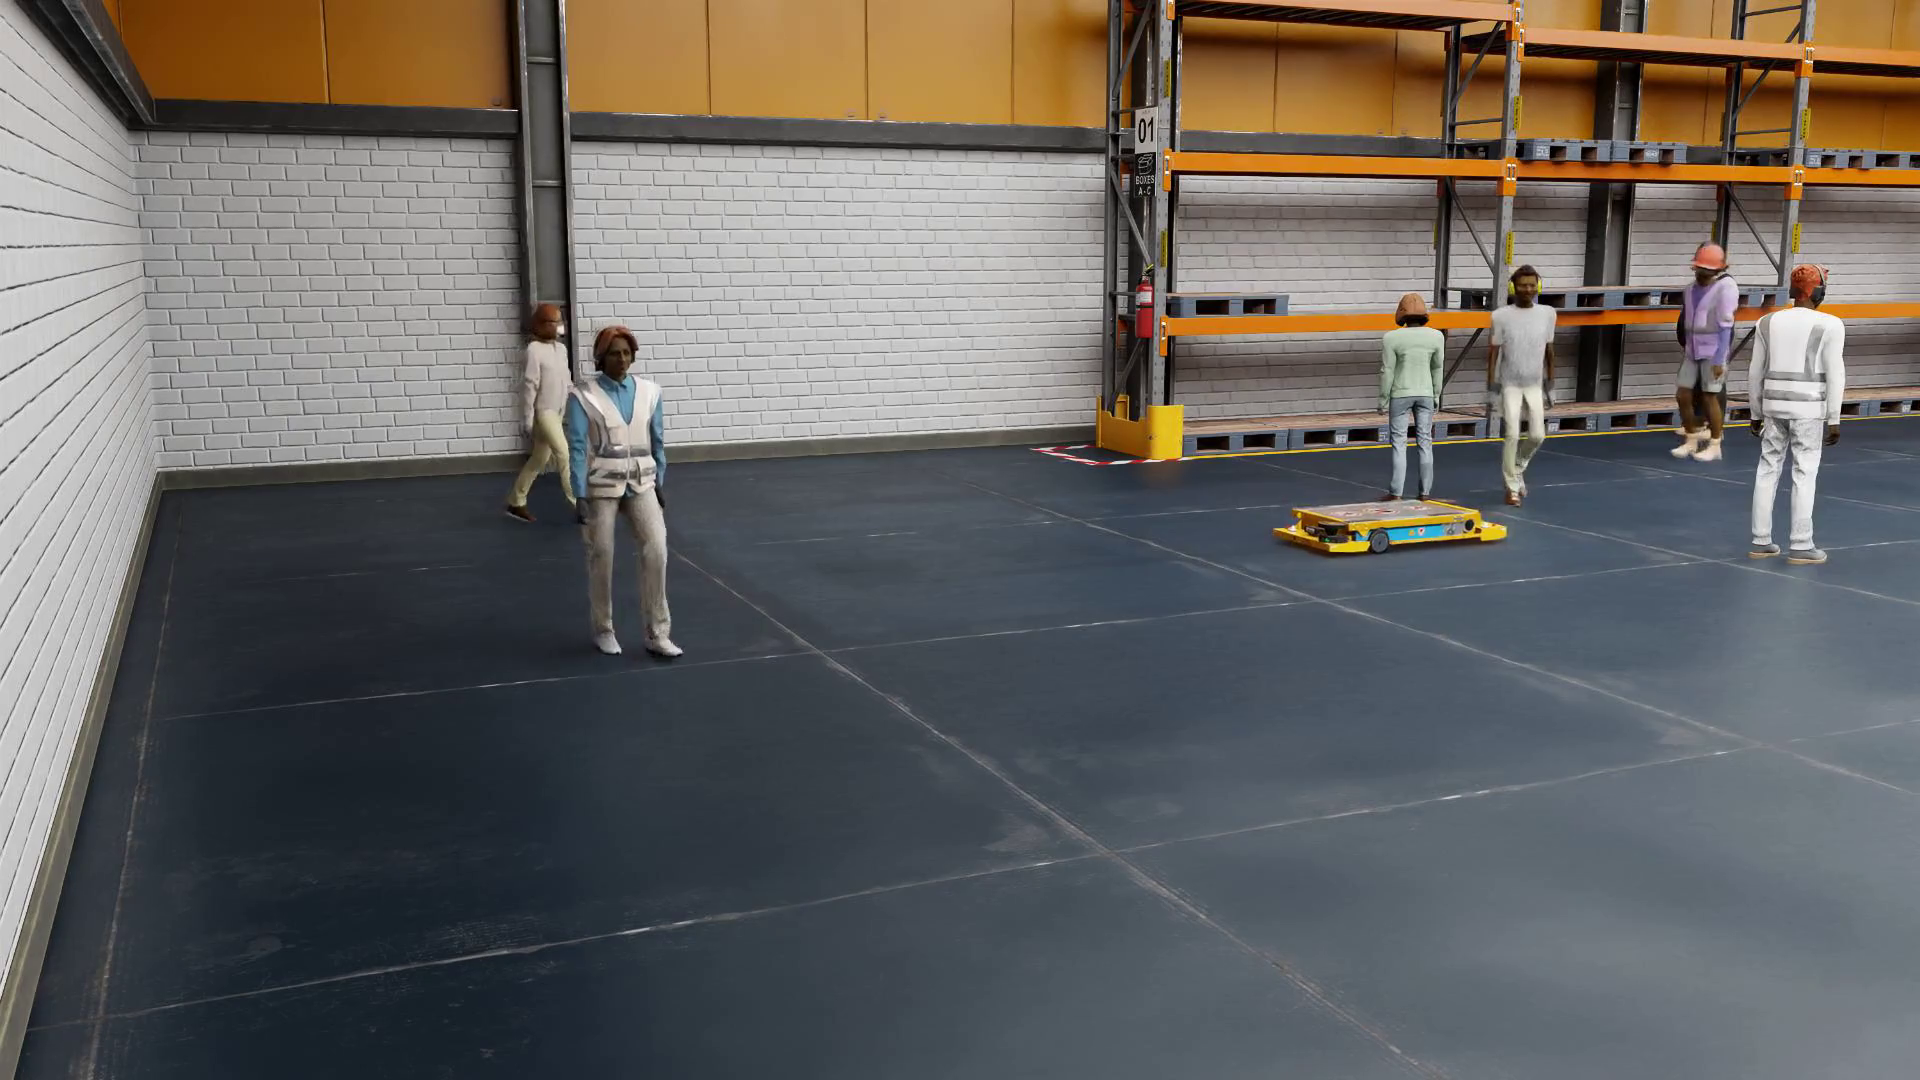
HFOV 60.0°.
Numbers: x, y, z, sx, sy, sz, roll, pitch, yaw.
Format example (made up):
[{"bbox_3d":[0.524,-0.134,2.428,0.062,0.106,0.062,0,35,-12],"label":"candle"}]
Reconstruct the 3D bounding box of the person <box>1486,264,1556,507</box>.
[{"bbox_3d":[4.311,-1.183,12.775,0.545,1.852,0.446,0,10,2],"label":"person"}]

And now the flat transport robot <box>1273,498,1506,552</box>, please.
[{"bbox_3d":[2.890,-0.108,11.186,1.431,0.197,0.652,-5,11,-23],"label":"flat transport robot"}]

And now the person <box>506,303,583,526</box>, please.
[{"bbox_3d":[-2.942,-0.894,11.896,0.846,1.590,0.512,2,10,13],"label":"person"}]

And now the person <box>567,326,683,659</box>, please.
[{"bbox_3d":[-1.603,-0.209,8.008,0.538,1.614,0.685,-7,12,-34],"label":"person"}]

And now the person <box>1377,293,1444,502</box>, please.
[{"bbox_3d":[3.462,-1.077,12.797,0.499,1.633,0.284,-1,10,-6],"label":"person"}]

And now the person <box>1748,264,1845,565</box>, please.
[{"bbox_3d":[5.270,-0.791,10.501,0.337,1.882,0.583,-7,12,-34],"label":"person"}]

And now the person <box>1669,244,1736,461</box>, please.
[{"bbox_3d":[6.845,-1.702,15.254,0.634,1.994,0.624,-4,11,-22],"label":"person"}]

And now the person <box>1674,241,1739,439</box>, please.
[{"bbox_3d":[7.688,-2.072,17.200,0.535,2.000,0.682,-1,10,-6],"label":"person"}]
